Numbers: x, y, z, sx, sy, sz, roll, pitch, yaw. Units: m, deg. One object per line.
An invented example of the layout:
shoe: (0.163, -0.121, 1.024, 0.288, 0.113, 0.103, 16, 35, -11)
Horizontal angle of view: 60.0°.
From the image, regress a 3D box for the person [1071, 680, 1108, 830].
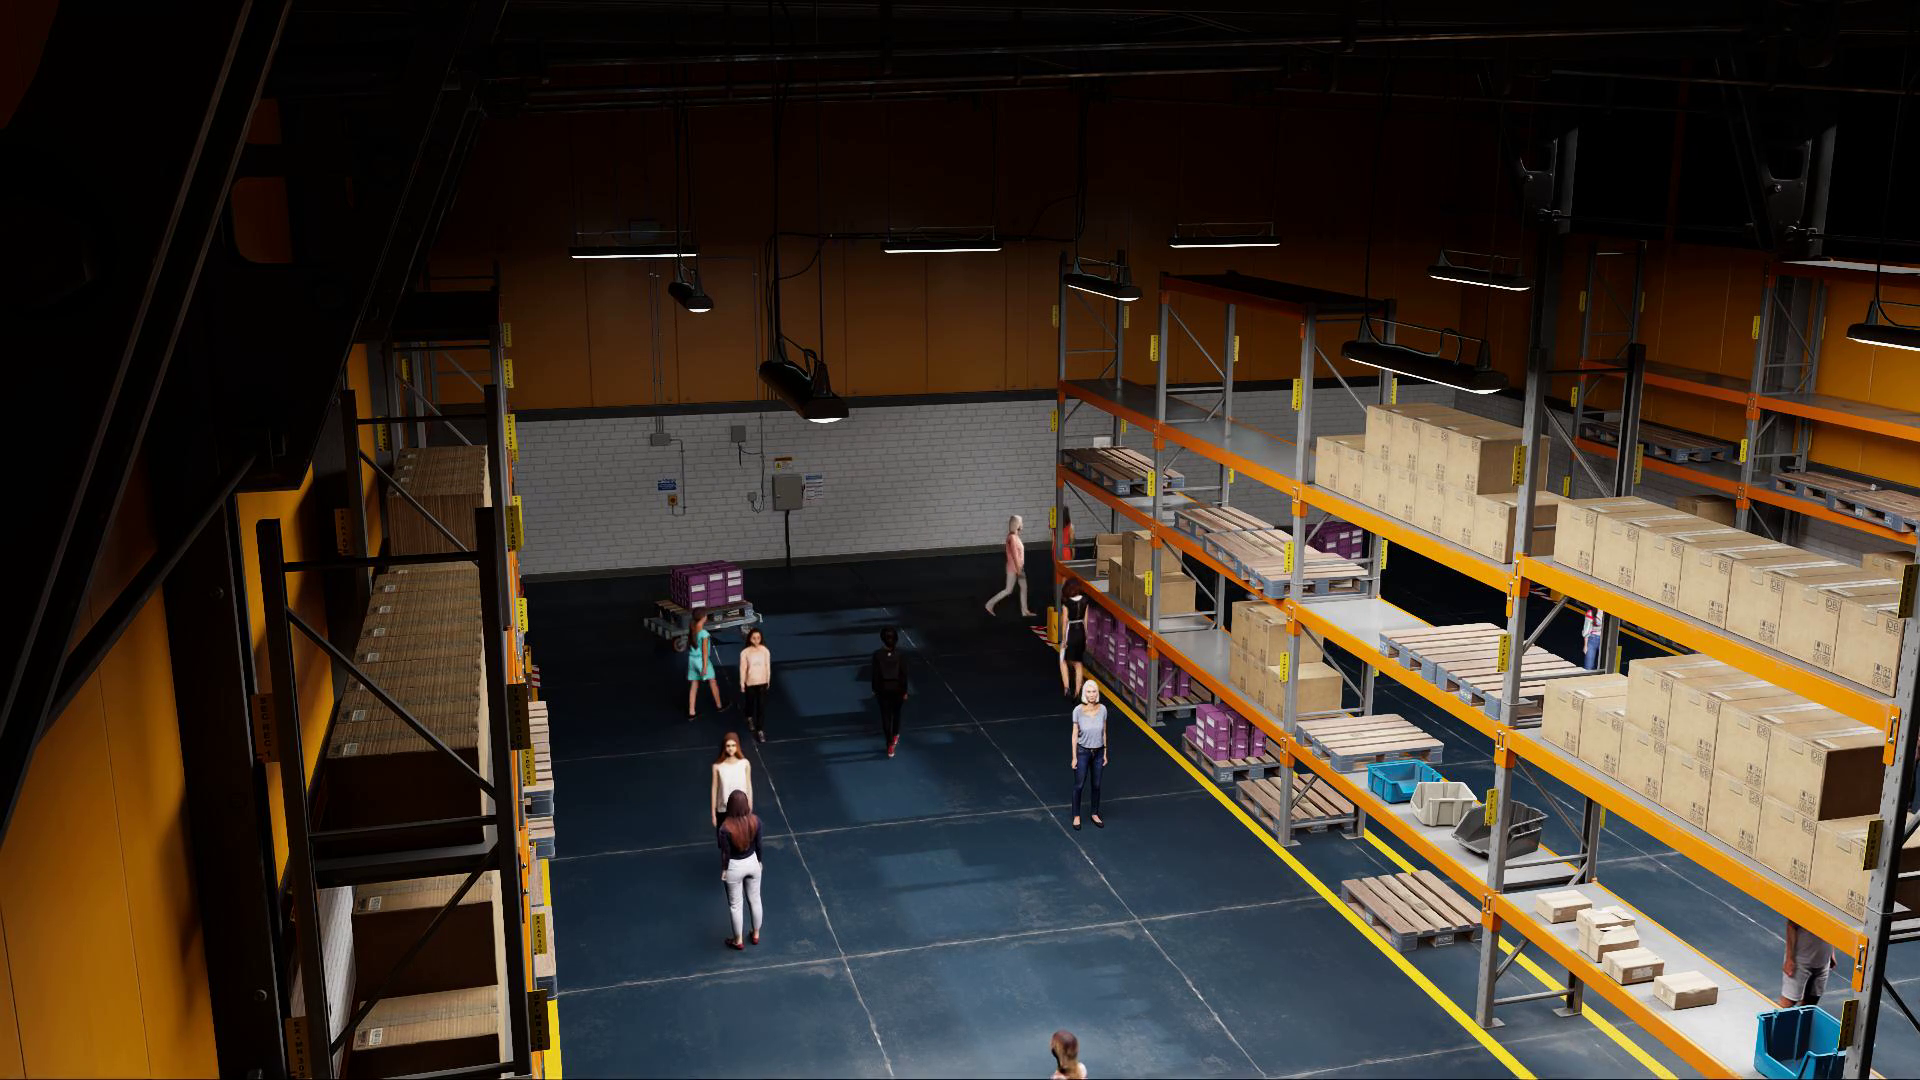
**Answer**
person: (1.457, 2.407, 18.819, 0.569, 1.723, 0.499, -3, 14, -13)

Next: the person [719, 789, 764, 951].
person: (-2.106, 3.152, 15.987, 0.661, 1.607, 0.634, -8, 16, -31)

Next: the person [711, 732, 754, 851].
person: (-2.368, 2.798, 17.242, 0.619, 1.704, 0.951, -3, 14, -11)

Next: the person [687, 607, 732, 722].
person: (-3.542, 1.670, 22.263, 0.919, 1.533, 0.934, 10, 17, 35)

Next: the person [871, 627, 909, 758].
person: (-0.875, 1.926, 20.952, 0.704, 1.653, 0.937, -1, 14, -6)

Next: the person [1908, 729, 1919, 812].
person: (10.985, 2.538, 19.270, 0.514, 1.254, 0.479, -4, 14, -14)

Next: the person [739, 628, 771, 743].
person: (-2.681, 1.859, 21.648, 0.568, 1.456, 0.949, -4, 14, -15)

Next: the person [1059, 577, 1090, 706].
person: (1.604, 1.410, 22.801, 0.587, 1.786, 0.634, -4, 14, -17)

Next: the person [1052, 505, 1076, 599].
person: (1.675, 0.280, 27.640, 0.915, 1.704, 0.971, 8, 16, 29)

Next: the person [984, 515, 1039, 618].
person: (0.797, 0.460, 26.922, 0.947, 1.692, 1.108, 2, 14, 8)

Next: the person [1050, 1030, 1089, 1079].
person: (0.746, 4.189, 11.650, 0.678, 1.631, 0.653, 11, 17, 38)
